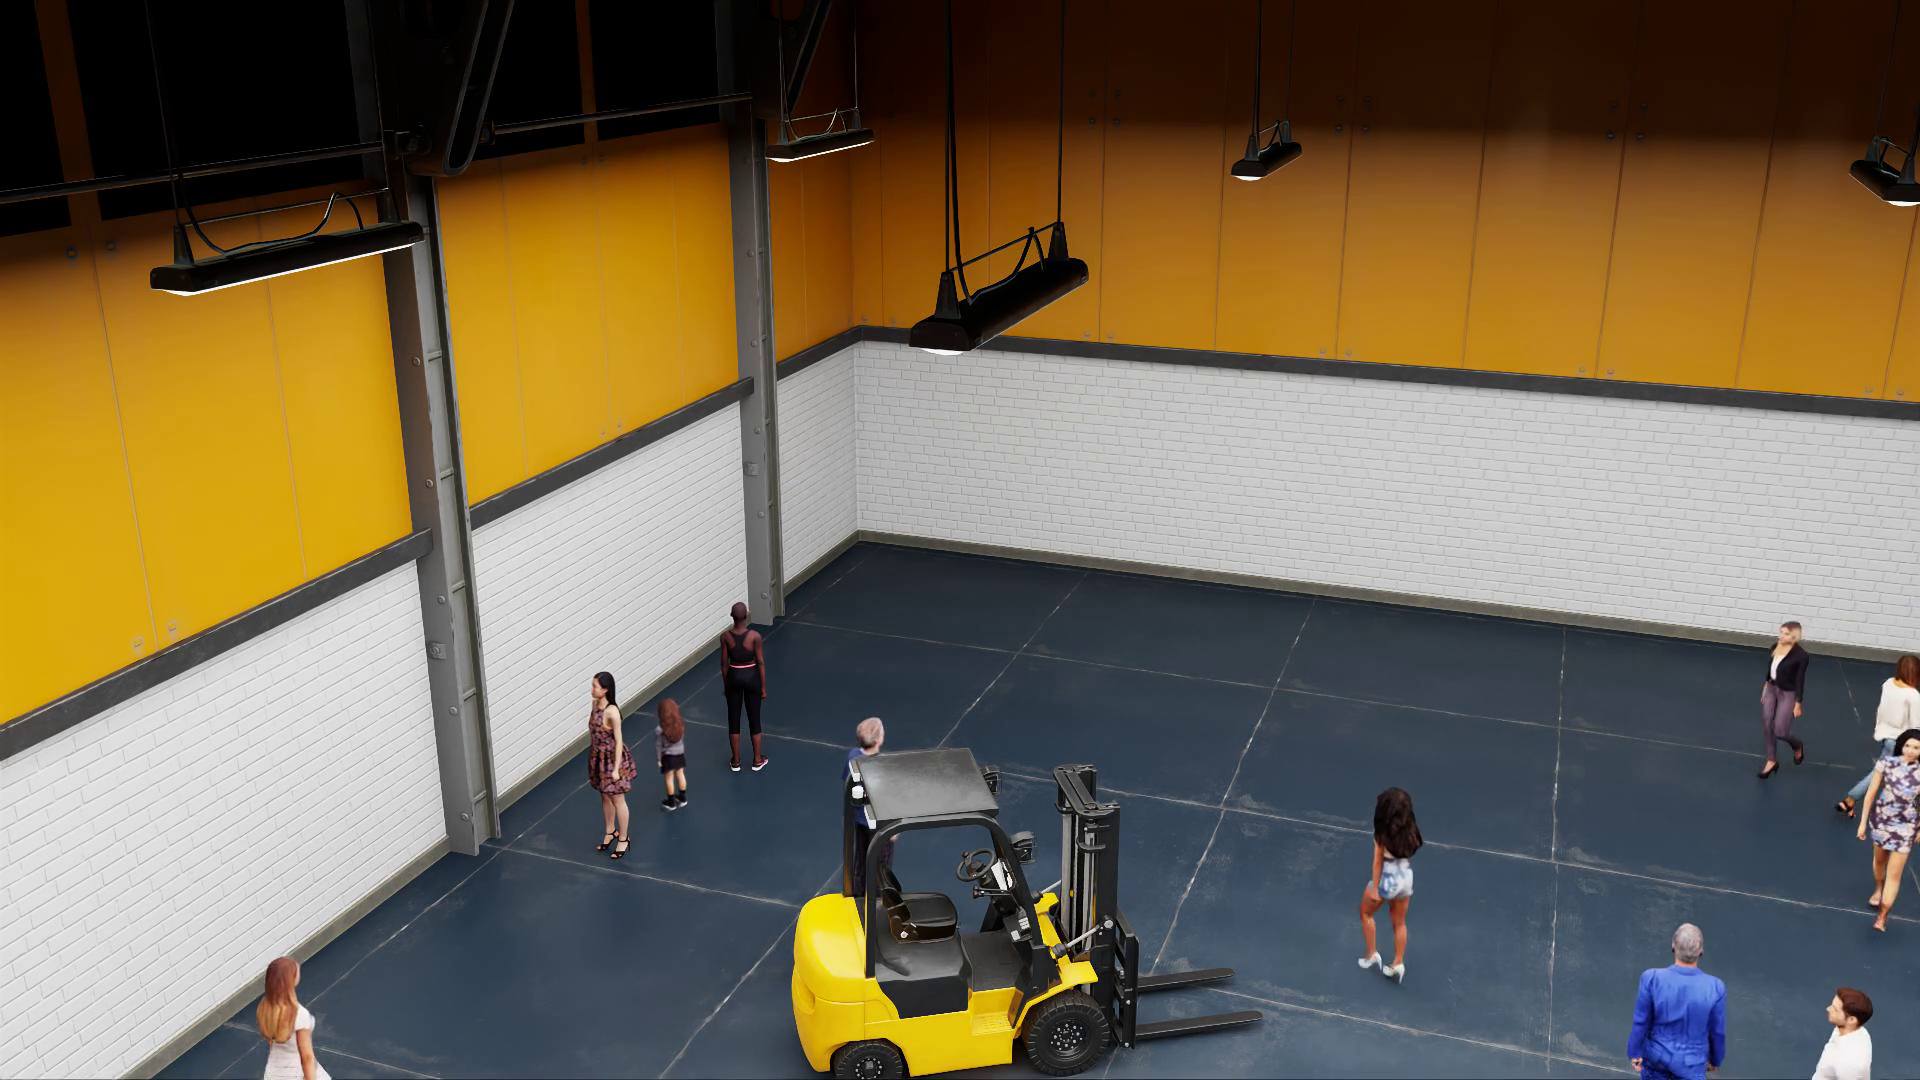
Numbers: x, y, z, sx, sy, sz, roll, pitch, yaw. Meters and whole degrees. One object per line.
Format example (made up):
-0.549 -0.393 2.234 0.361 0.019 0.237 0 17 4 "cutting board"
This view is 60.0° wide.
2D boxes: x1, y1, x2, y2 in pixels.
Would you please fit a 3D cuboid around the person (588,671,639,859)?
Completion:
-3.116 1.984 14.745 0.828 1.773 0.791 -15 24 -38 "person"

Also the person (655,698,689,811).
-2.729 2.008 15.719 0.486 1.105 0.588 -17 25 -41 "person"

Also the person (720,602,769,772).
-2.144 1.434 16.401 0.656 1.758 0.637 0 19 0 "person"

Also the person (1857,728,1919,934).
7.742 2.353 13.794 0.828 1.680 1.191 13 23 34 "person"

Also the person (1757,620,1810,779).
8.072 1.557 16.192 0.893 1.658 0.840 -6 20 -18 "person"

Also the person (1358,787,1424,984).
3.387 2.705 12.860 0.711 1.609 0.777 -12 22 -32 "person"

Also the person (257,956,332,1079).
-4.281 3.451 10.536 0.629 1.680 0.712 8 20 23 "person"

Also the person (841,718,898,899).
-0.715 2.320 13.594 0.734 1.870 0.698 17 25 41 "person"

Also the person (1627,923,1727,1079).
4.577 3.355 10.635 0.818 1.799 1.123 9 21 25 "person"

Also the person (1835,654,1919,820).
8.528 1.858 15.328 0.991 1.640 1.114 -2 19 -4 "person"
